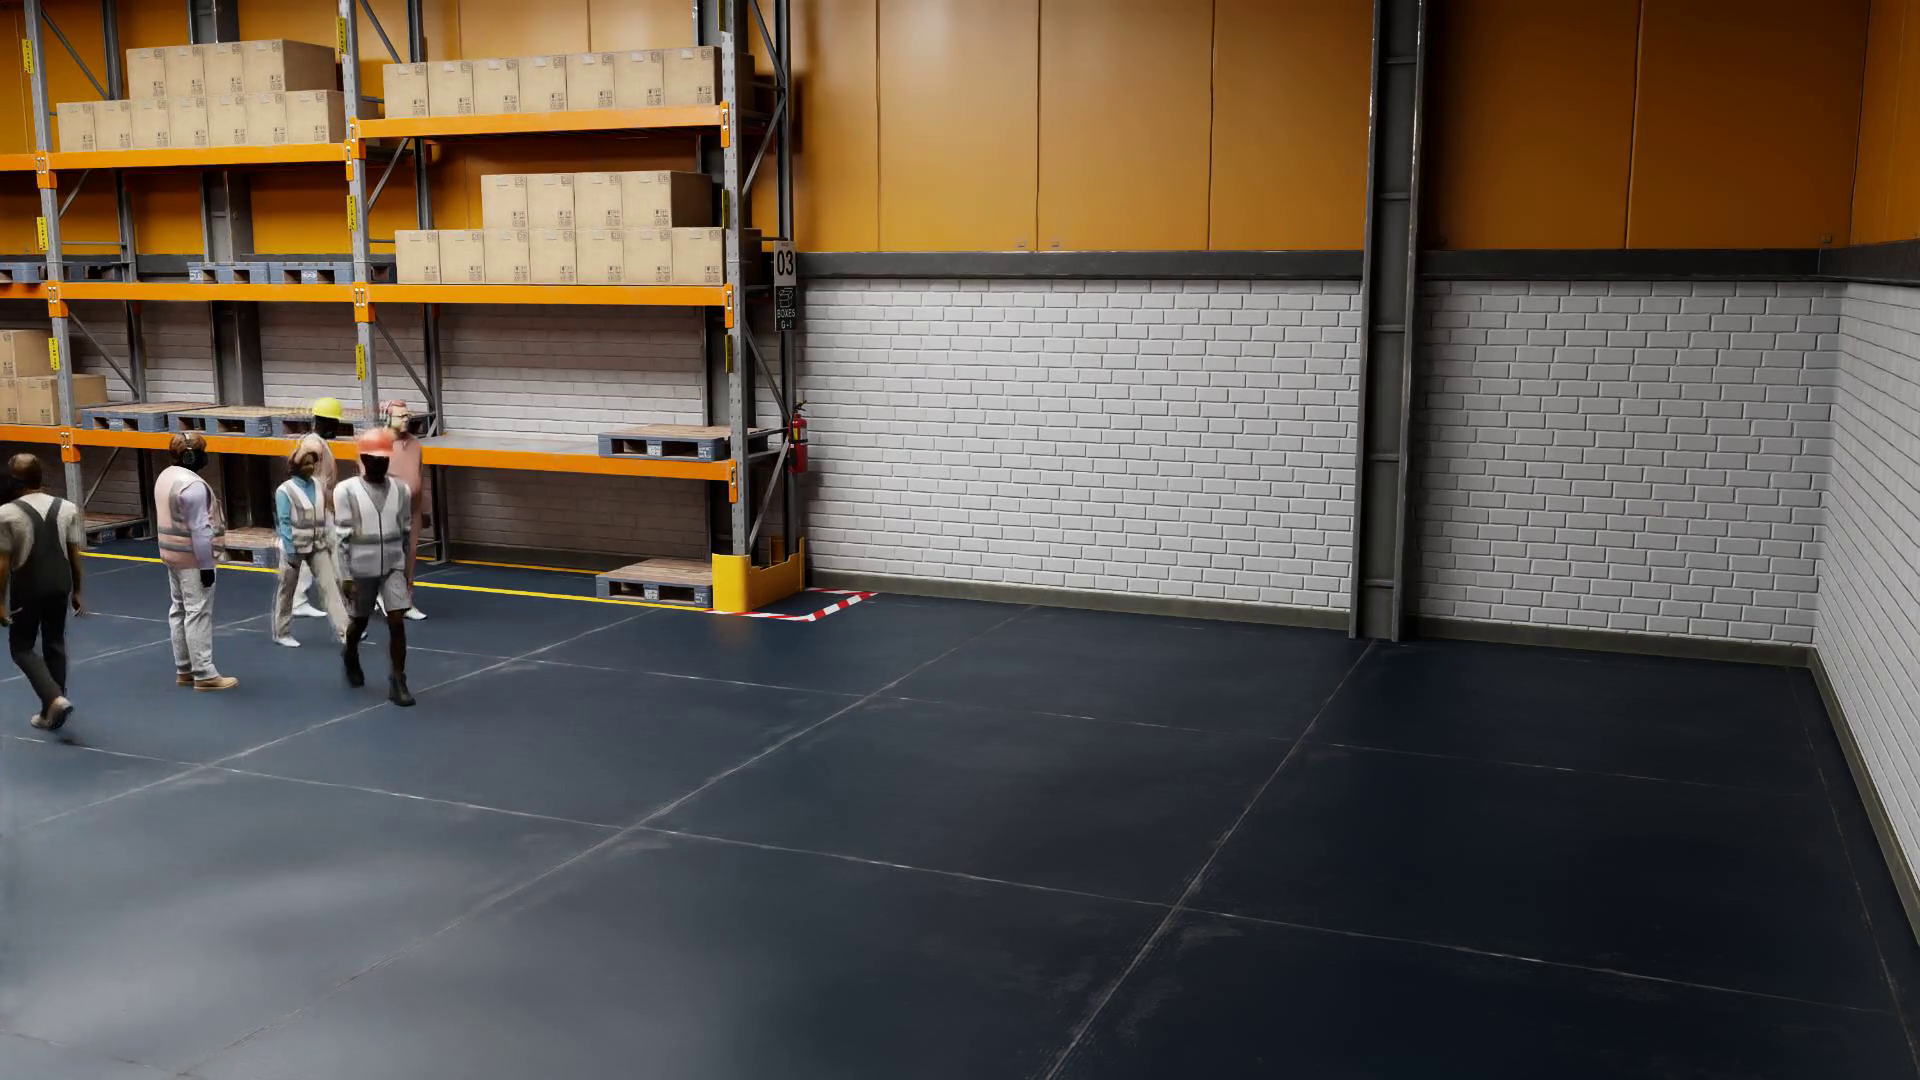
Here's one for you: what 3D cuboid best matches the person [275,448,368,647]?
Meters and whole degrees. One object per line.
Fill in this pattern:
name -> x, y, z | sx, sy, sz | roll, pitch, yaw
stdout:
person -> -5.080, 0.079, 13.011 | 0.856, 1.594, 0.539 | 4, 10, 25

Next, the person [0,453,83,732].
person -> -5.844, 0.359, 10.611 | 0.548, 1.829, 0.537 | 7, 12, 36

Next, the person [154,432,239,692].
person -> -5.450, 0.150, 11.832 | 0.430, 1.844, 0.624 | -9, 13, -44

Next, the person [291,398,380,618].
person -> -5.359, -0.270, 14.246 | 0.901, 1.879, 0.608 | -3, 10, -19

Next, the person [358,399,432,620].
person -> -4.722, -0.245, 14.050 | 0.432, 1.894, 0.670 | 4, 10, 25

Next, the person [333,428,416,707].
person -> -4.079, 0.163, 11.548 | 0.540, 1.916, 0.855 | -7, 12, -36
